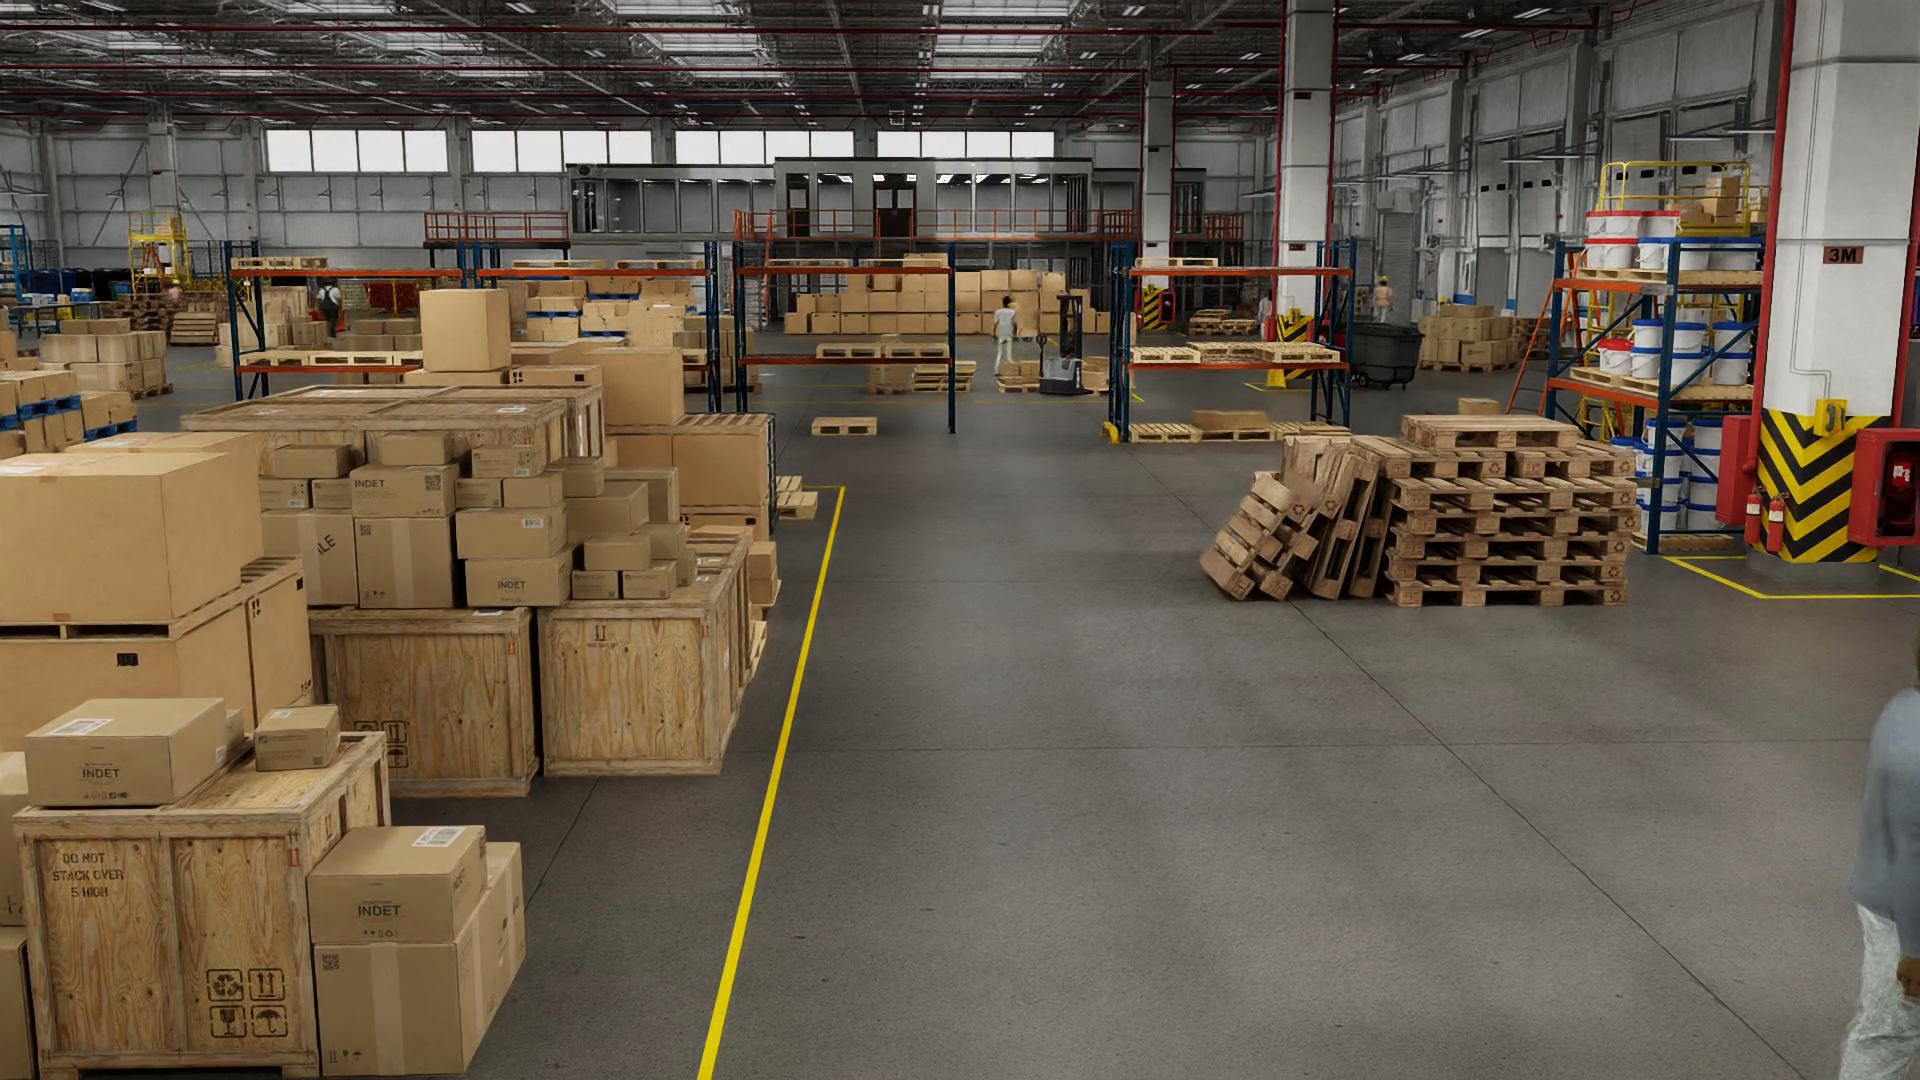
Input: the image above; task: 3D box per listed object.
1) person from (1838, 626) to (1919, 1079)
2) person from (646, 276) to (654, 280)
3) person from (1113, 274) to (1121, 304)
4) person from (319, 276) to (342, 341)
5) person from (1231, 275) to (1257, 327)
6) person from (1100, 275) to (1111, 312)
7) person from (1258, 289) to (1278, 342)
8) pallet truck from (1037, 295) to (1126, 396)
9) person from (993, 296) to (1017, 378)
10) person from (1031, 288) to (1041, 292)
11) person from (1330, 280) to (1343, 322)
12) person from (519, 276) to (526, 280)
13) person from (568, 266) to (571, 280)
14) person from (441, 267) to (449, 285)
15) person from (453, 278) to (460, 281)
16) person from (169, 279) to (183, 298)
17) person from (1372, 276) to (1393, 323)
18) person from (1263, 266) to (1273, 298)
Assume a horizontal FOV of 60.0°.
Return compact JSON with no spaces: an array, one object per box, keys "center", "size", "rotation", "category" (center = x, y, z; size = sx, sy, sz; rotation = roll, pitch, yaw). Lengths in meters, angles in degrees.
[{"center":[2.954,1.157,5.160],"size":[0.352,1.937,0.635],"rotation":[6,12,28],"category":"person"},{"center":[-10.466,-8.061,56.249],"size":[0.605,2.034,0.391],"rotation":[-1,10,-8],"category":"person"},{"center":[6.184,-9.522,64.918],"size":[0.429,1.846,0.625],"rotation":[-9,13,-40],"category":"person"},{"center":[-19.266,-7.096,50.850],"size":[0.716,2.000,0.894],"rotation":[2,10,12],"category":"person"},{"center":[10.033,-8.376,58.283],"size":[1.039,1.948,0.621],"rotation":[5,11,24],"category":"person"},{"center":[5.805,-9.671,66.116],"size":[0.641,1.715,0.356],"rotation":[-2,10,-11],"category":"person"},{"center":[8.103,-5.649,43.430],"size":[0.643,1.813,0.468],"rotation":[3,11,18],"category":"person"},{"center":[2.483,-3.881,33.060],"size":[1.885,1.965,0.823],"rotation":[-7,13,-36],"category":"pallet truck"},{"center":[1.013,-4.475,36.806],"size":[0.518,1.847,0.491],"rotation":[3,11,15],"category":"person"},{"center":[2.495,-8.102,56.893],"size":[0.961,1.888,0.542],"rotation":[-7,12,-33],"category":"person"},{"center":[13.566,-8.509,59.735],"size":[0.555,1.661,0.783],"rotation":[-3,11,-15],"category":"person"},{"center":[-15.930,-8.789,60.710],"size":[0.573,1.881,0.994],"rotation":[-3,11,-15],"category":"person"},{"center":[-17.839,-11.612,76.325],"size":[0.595,1.925,0.372],"rotation":[-9,14,-42],"category":"person"},{"center":[-22.984,-11.235,74.346],"size":[0.339,1.882,0.581],"rotation":[-8,13,-36],"category":"person"},{"center":[-15.413,-7.076,51.068],"size":[0.659,1.924,0.429],"rotation":[4,11,23],"category":"person"},{"center":[-26.973,-8.090,57.208],"size":[0.535,1.748,0.727],"rotation":[2,10,10],"category":"person"},{"center":[13.908,-7.694,54.596],"size":[0.616,1.879,0.945],"rotation":[6,12,29],"category":"person"},{"center":[14.056,-11.461,75.561],"size":[0.612,1.901,0.969],"rotation":[1,10,7],"category":"person"}]
